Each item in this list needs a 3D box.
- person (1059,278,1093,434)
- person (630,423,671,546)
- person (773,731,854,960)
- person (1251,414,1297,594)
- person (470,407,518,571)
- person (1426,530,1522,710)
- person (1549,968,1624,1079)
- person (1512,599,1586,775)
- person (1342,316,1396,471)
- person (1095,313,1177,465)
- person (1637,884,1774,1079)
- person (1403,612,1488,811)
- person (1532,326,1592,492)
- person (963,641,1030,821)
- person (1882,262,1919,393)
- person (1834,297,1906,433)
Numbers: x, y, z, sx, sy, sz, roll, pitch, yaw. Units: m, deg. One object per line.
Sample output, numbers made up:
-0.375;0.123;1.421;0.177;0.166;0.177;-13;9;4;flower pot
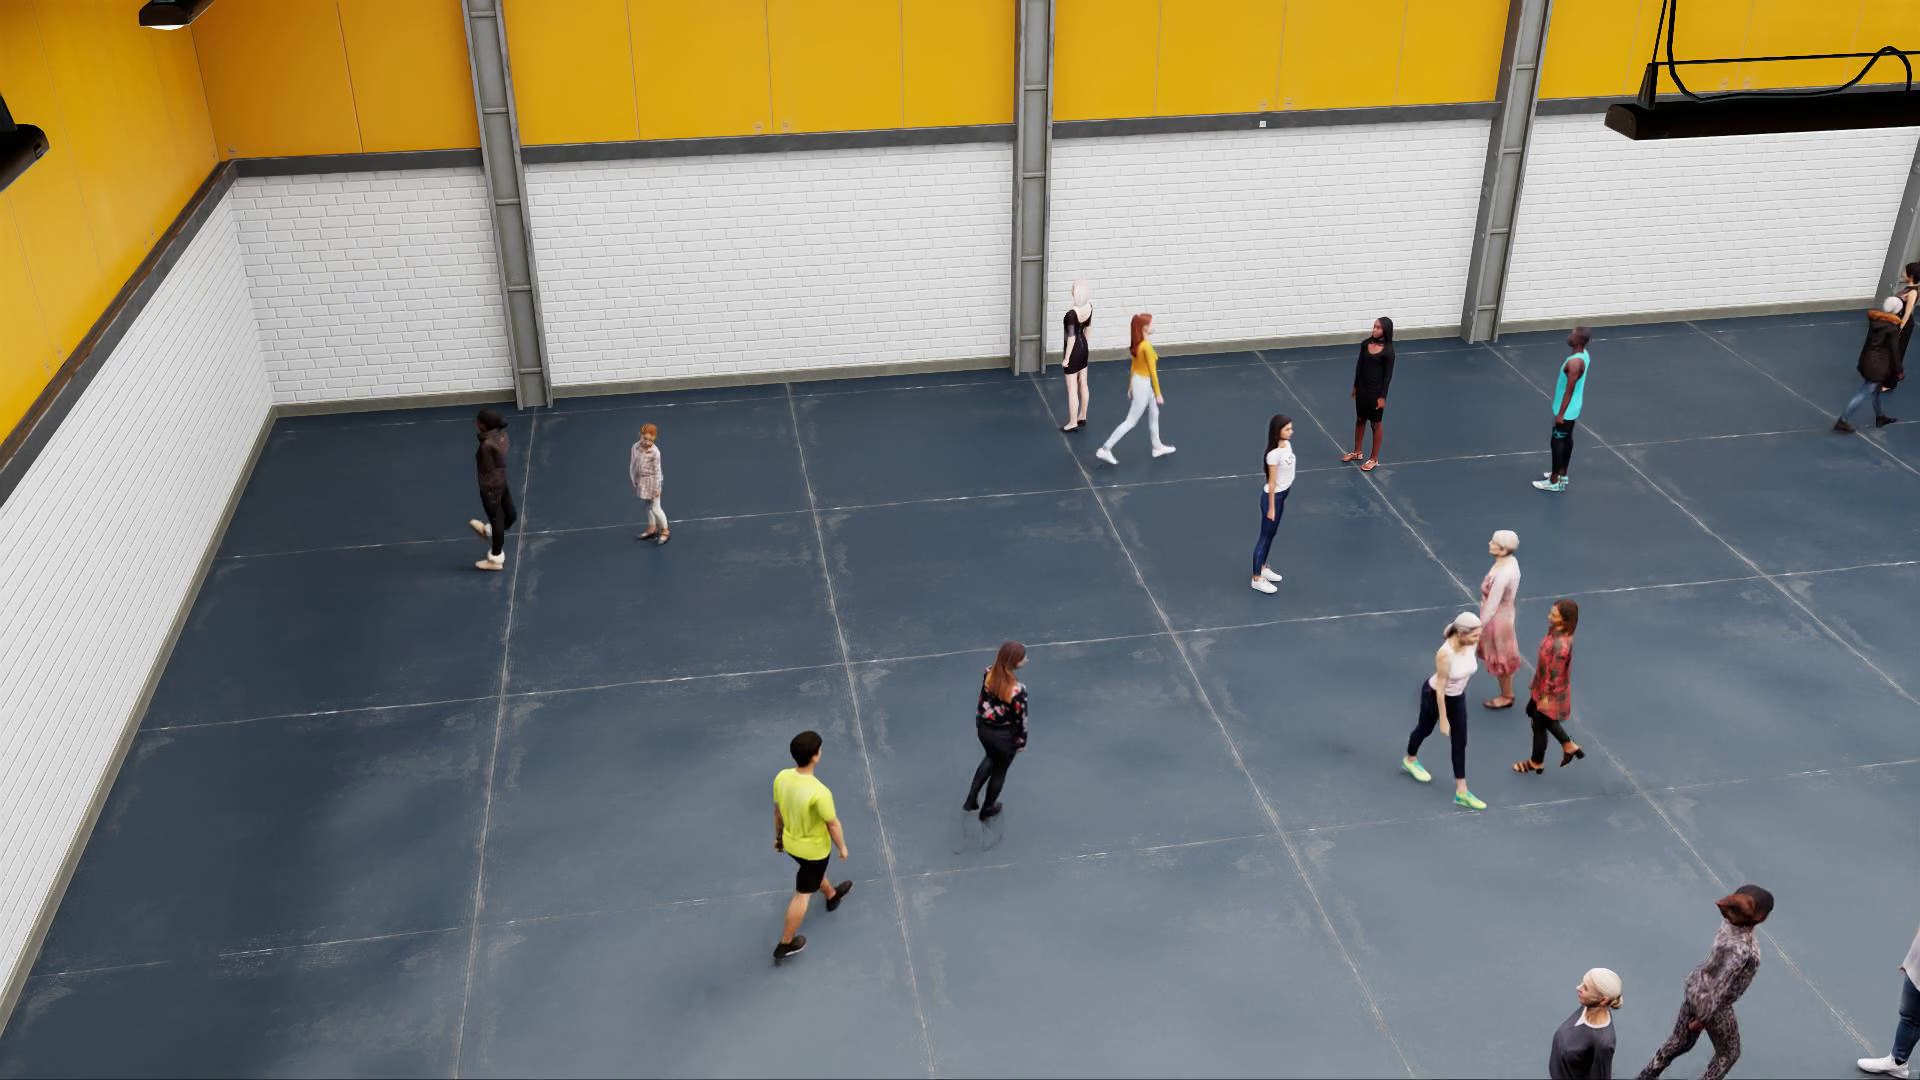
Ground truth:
1.320;-2.091;18.778;0.712;1.830;0.640;20;35;33;person
-3.112;-0.582;16.569;0.652;1.295;0.615;-17;33;-29;person
-1.085;2.096;11.276;1.099;1.664;1.184;20;35;32;person
2.946;-0.364;15.671;0.693;1.774;0.670;12;31;22;person
-4.619;-0.517;16.075;0.911;1.656;0.776;2;29;4;person
4.542;0.708;13.823;1.078;1.660;0.894;8;30;14;person
3.489;3.088;9.391;0.609;1.726;0.668;3;29;5;person
4.681;1.181;12.935;0.879;1.680;0.802;9;30;17;person
4.459;-1.605;18.001;0.665;1.720;0.685;-19;34;-31;person
1.888;-1.588;17.981;1.194;1.710;0.631;-6;29;-11;person
4.434;2.778;10.005;0.896;1.683;0.744;9;30;16;person
3.669;1.217;12.889;1.079;1.661;0.948;-19;34;-30;person
6.420;-1.384;17.506;0.760;1.807;0.711;18;33;29;person
0.253;1.481;12.411;0.748;1.656;0.795;19;34;31;person
11.239;-2.538;19.831;0.695;1.605;0.656;15;32;25;person
10.268;-1.936;18.734;1.050;1.600;0.756;0;29;0;person
